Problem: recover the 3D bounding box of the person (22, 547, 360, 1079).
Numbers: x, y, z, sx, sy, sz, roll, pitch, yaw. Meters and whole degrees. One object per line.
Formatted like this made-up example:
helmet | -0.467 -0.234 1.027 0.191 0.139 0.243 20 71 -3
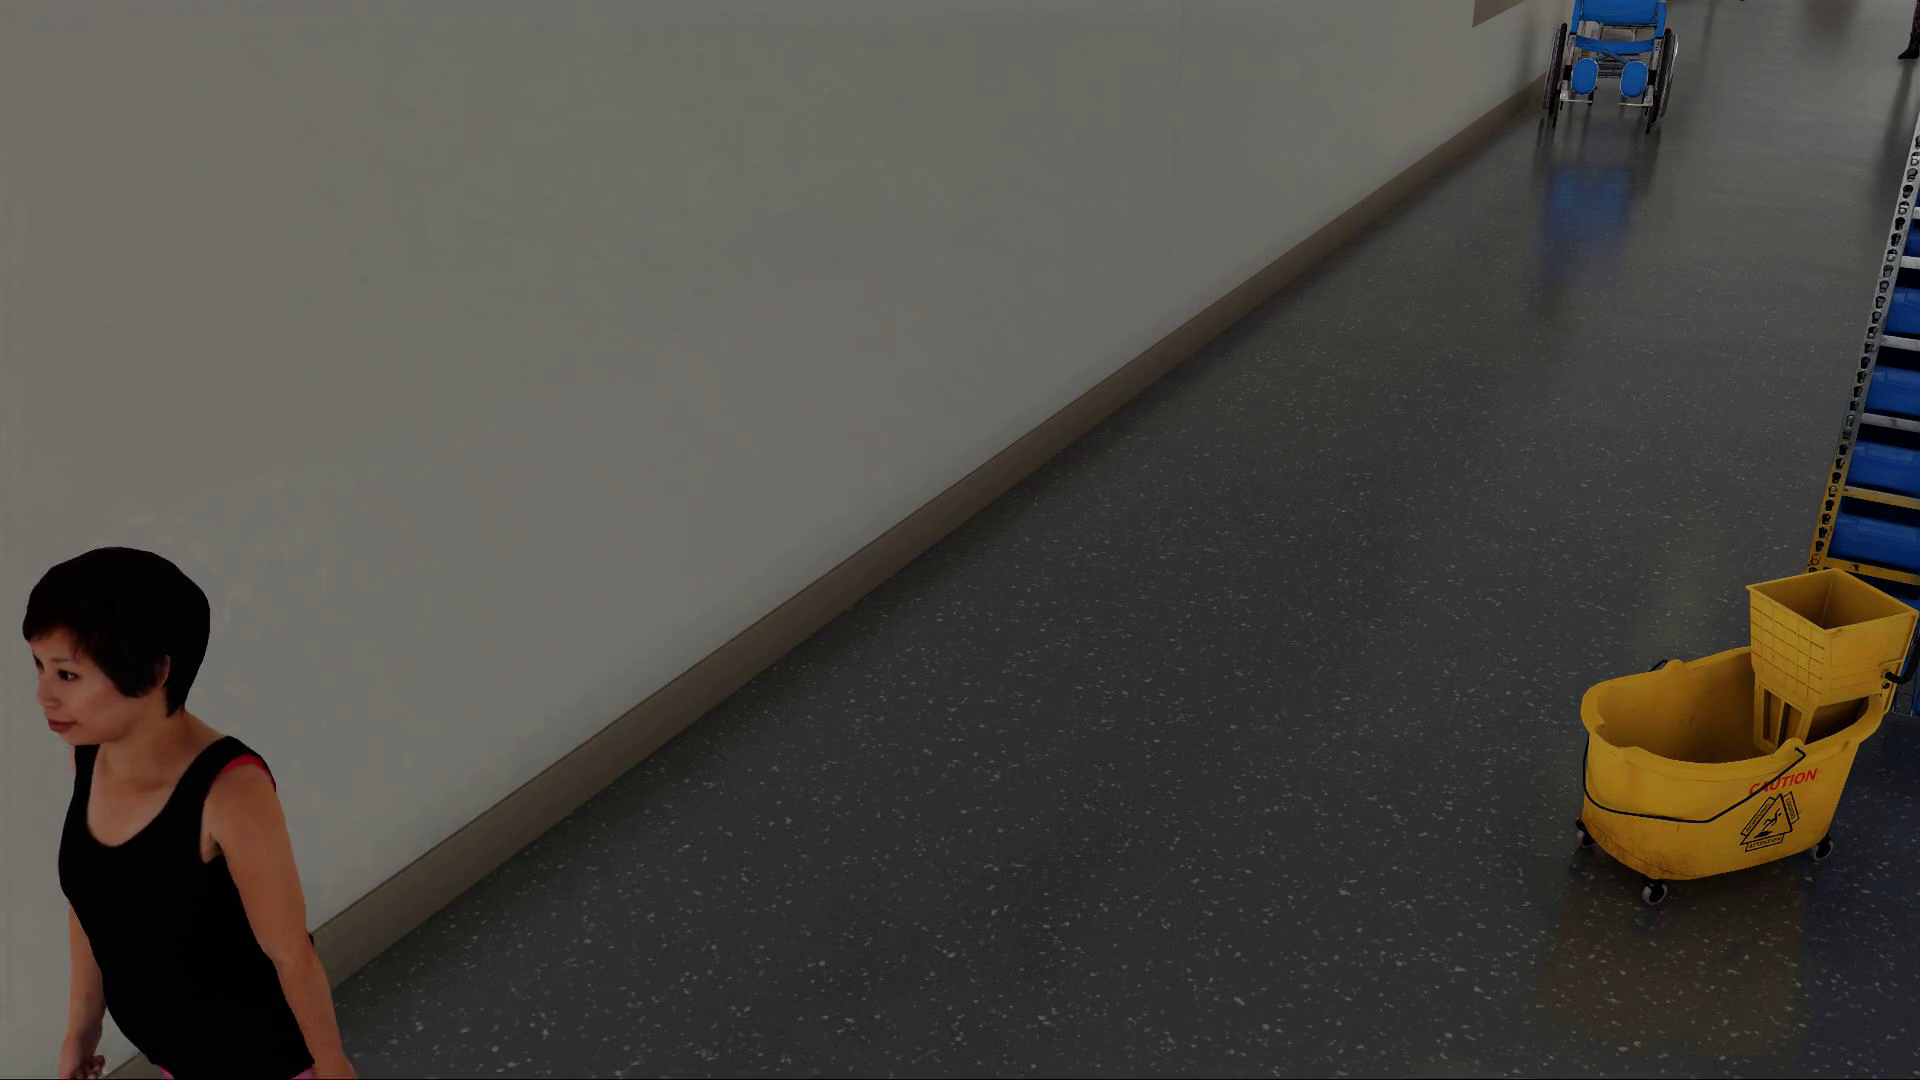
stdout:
person | -1.025 0.686 2.484 0.888 1.524 0.678 19 31 34
